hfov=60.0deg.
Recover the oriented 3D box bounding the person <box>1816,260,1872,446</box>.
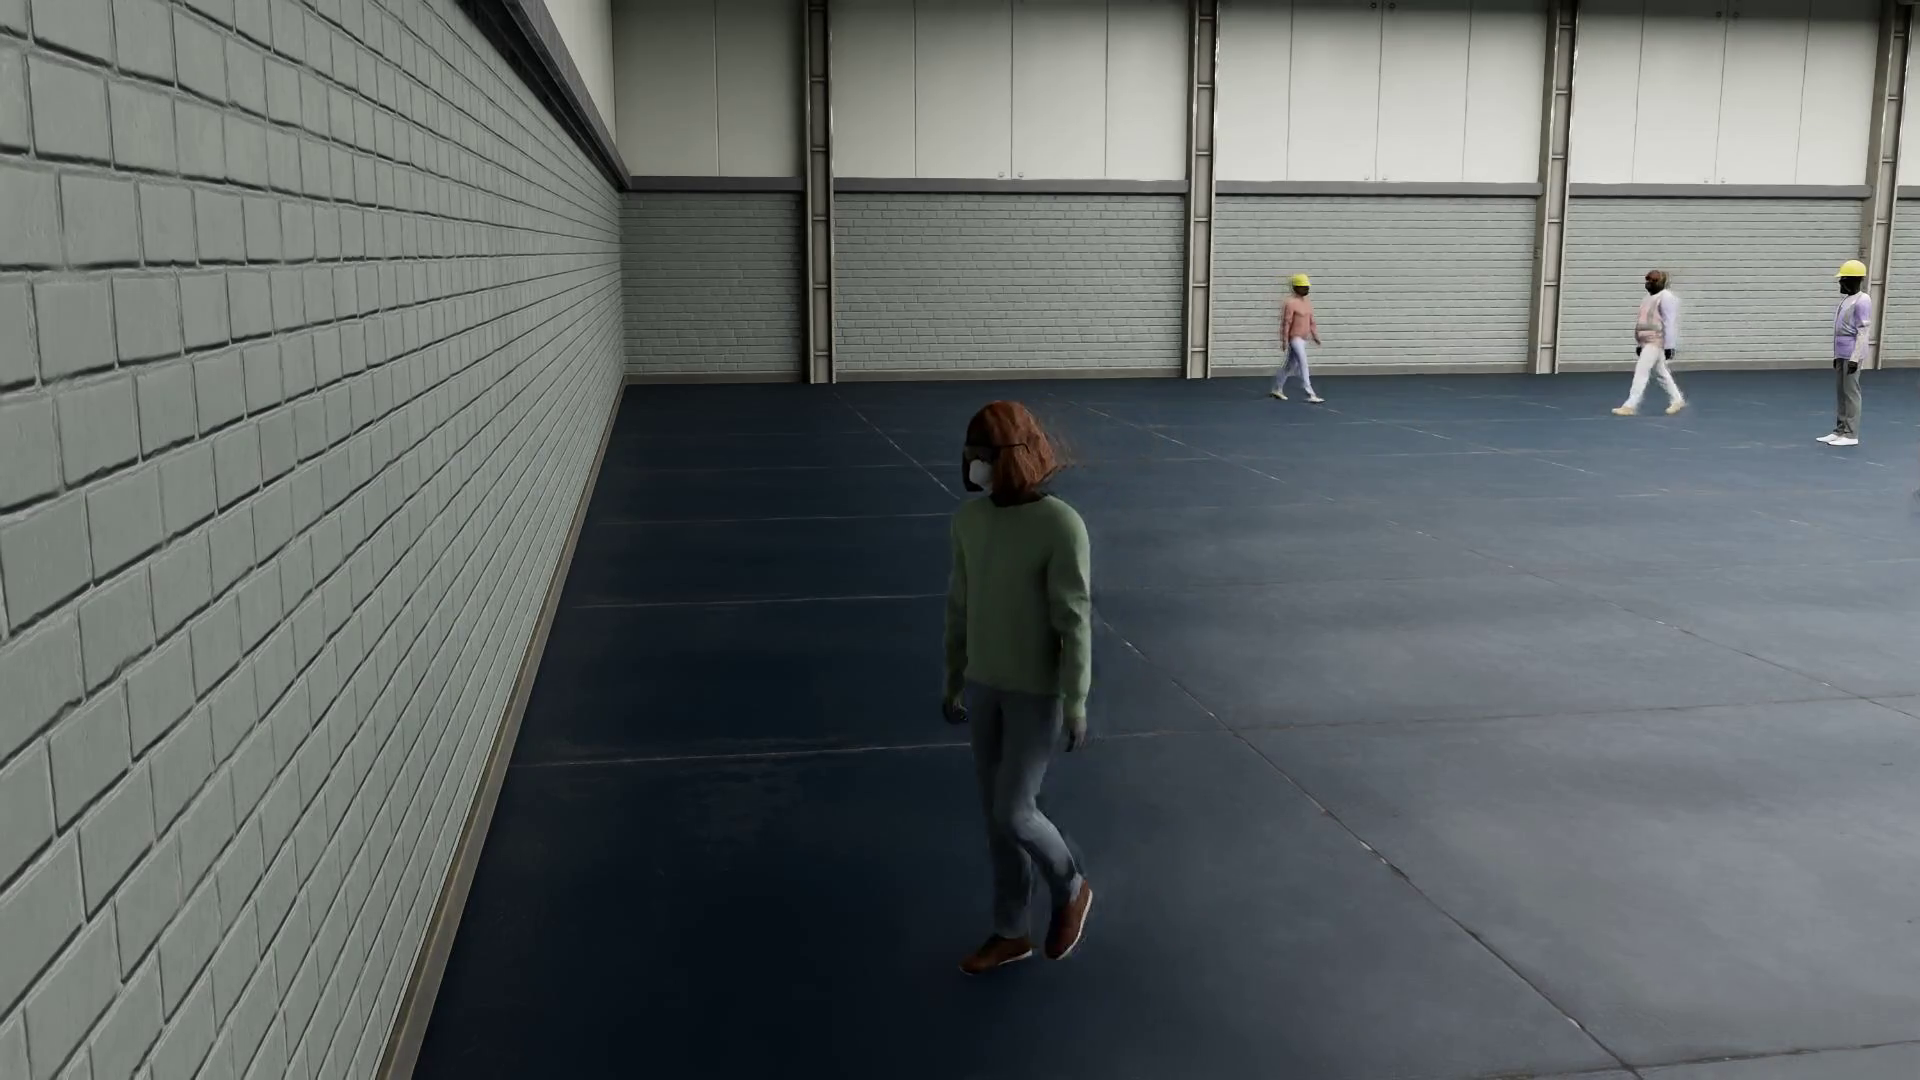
[{"bbox_3d":[9.266,-1.945,17.364,0.370,1.928,0.585,2,10,10],"label":"person"}]

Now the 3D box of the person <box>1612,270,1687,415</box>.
[{"bbox_3d":[8.622,-2.445,20.603,0.949,1.803,0.632,0,10,1],"label":"person"}]

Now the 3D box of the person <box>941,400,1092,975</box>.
[{"bbox_3d":[0.137,0.424,4.589,0.357,1.622,0.524,-9,13,-41],"label":"person"}]

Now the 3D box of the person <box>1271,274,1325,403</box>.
[{"bbox_3d":[4.556,-2.721,22.447,0.932,1.721,0.527,10,14,44],"label":"person"}]
